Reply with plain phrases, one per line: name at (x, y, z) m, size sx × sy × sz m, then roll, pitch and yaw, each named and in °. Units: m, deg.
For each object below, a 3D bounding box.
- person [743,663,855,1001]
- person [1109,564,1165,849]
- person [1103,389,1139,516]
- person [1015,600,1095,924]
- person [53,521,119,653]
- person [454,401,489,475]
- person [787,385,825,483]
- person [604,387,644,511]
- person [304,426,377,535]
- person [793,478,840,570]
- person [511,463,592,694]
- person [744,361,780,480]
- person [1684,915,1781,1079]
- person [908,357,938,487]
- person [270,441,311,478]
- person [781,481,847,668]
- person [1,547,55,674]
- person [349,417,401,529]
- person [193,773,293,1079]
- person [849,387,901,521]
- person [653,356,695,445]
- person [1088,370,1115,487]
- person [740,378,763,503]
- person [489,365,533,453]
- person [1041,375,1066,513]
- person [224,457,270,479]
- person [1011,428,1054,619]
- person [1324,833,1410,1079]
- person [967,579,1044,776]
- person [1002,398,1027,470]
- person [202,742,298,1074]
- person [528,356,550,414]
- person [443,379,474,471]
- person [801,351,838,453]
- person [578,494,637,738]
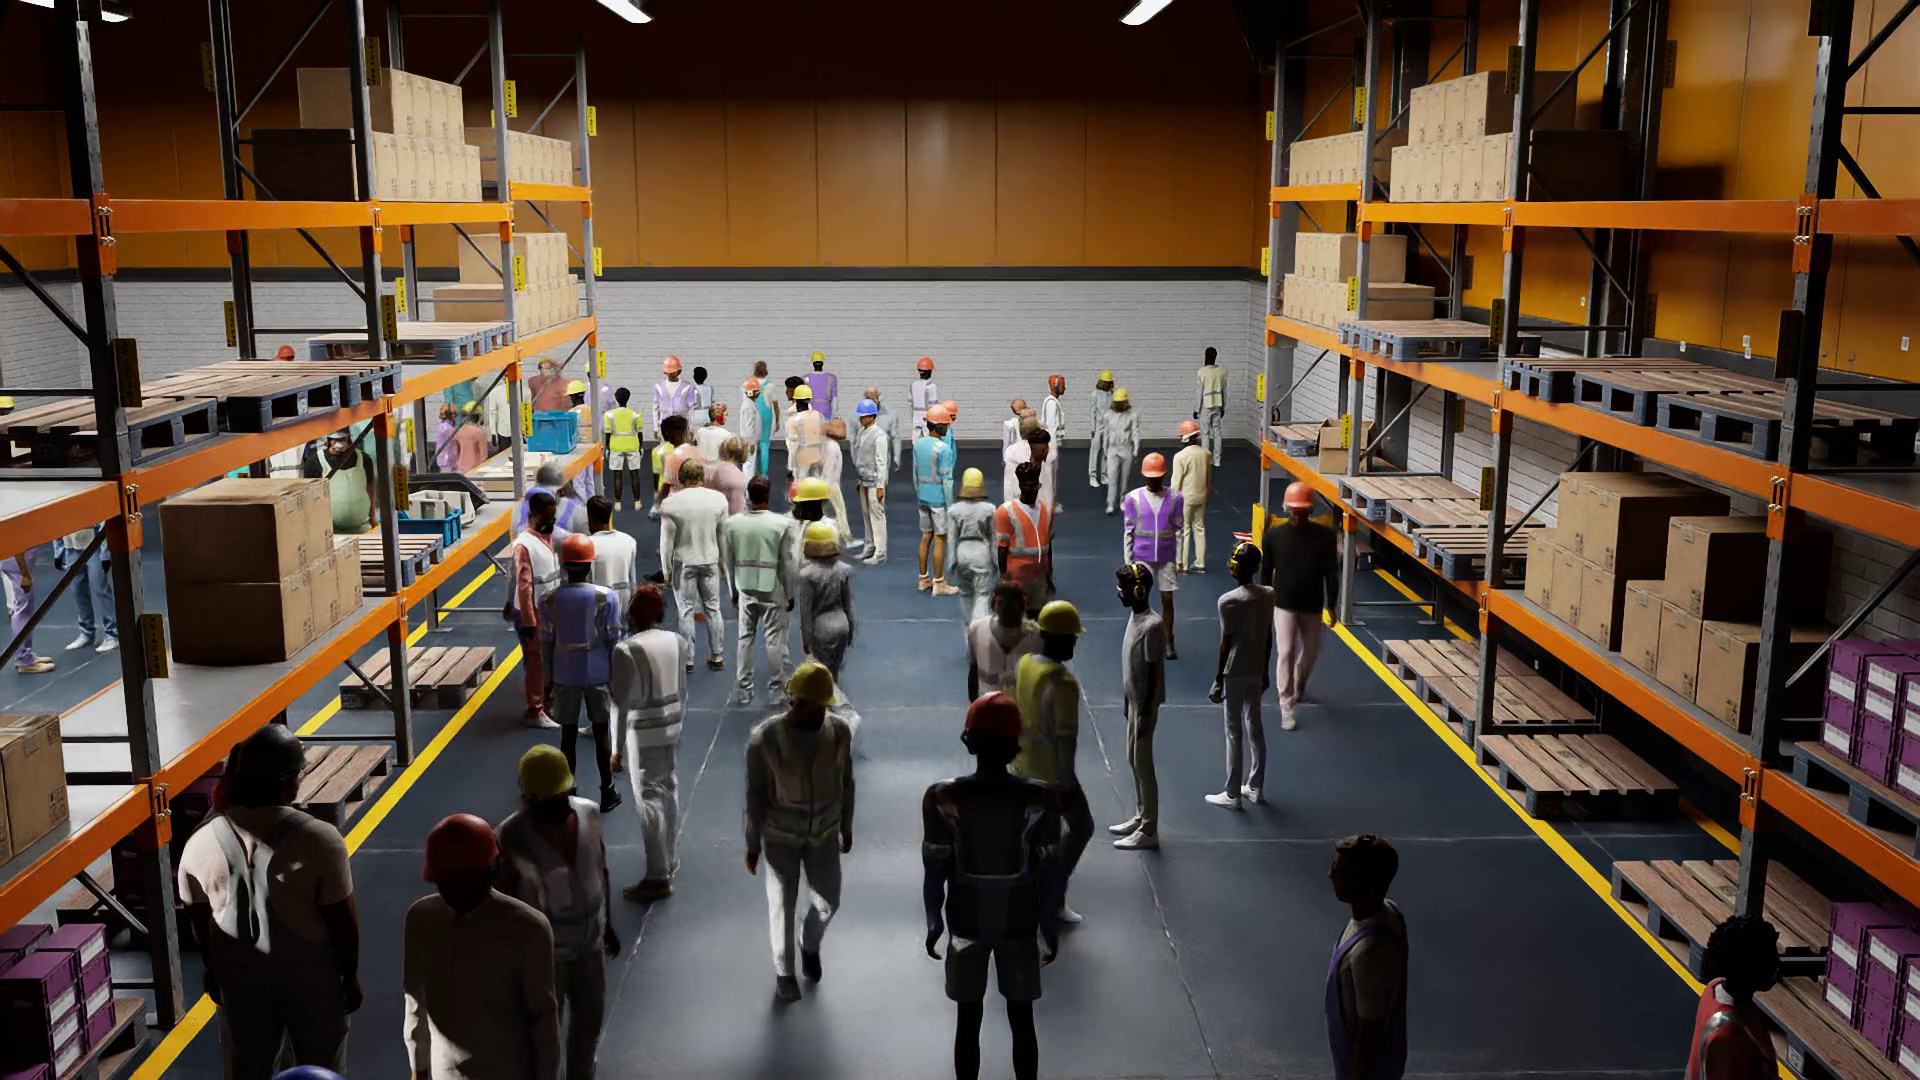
person at (-0.831, 1.511, 8.650) m, size 0.641 × 1.805 × 0.429 m, roll -4°, pitch 12°, yaw -20°
person at (1.147, 1.066, 10.765) m, size 0.349 × 1.856 × 0.527 m, roll -2°, pitch 11°, yaw -8°
person at (2.162, -1.182, 22.406) m, size 0.505 × 1.688 × 0.913 m, roll 2°, pitch 12°, yaw 12°
person at (0.535, 1.282, 9.549) m, size 0.428 × 1.912 × 0.586 m, roll -7°, pitch 13°, yaw -30°
person at (-8.141, 0.100, 15.473) m, size 0.591 × 1.908 × 0.405 m, roll 3°, pitch 12°, yaw 14°
person at (-6.044, -0.874, 20.792) m, size 0.541 × 1.723 × 0.884 m, roll 4°, pitch 12°, yaw 20°
person at (-1.940, -0.978, 20.825) m, size 0.366 × 1.927 × 0.585 m, roll 9°, pitch 15°, yaw 39°
person at (-4.579, -1.236, 22.694) m, size 0.542 × 1.695 × 0.316 m, roll -3°, pitch 12°, yaw -14°
person at (-6.200, -0.226, 16.765) m, size 0.674 × 2.000 × 0.537 m, roll -8°, pitch 14°, yaw -33°
person at (-1.186, 0.428, 13.802) m, size 0.391 × 1.922 × 0.589 m, roll -5°, pitch 12°, yaw -25°
person at (-3.461, 0.322, 14.015) m, size 0.708 × 2.000 × 0.542 m, roll 0°, pitch 11°, yaw 2°
person at (-3.026, -1.795, 25.188) m, size 0.589 × 1.820 × 0.512 m, roll 1°, pitch 11°, yaw 3°
person at (2.691, 2.122, 5.858) m, size 0.319 × 1.697 × 0.532 m, roll 4°, pitch 12°, yaw 20°
person at (-0.510, -1.726, 24.548) m, size 0.545 × 1.939 × 0.354 m, roll 9°, pitch 15°, yaw 39°
person at (-7.741, -0.606, 19.159) m, size 0.567 × 1.847 × 0.389 m, roll -6°, pitch 13°, yaw -26°
person at (-1.388, 0.332, 14.799) m, size 0.573 × 1.708 × 0.884 m, roll -9°, pitch 15°, yaw -39°
person at (-8.328, 0.269, 14.778) m, size 0.325 × 1.843 × 0.517 m, roll -7°, pitch 13°, yaw -31°
person at (-7.102, -0.855, 20.306) m, size 0.647 × 1.886 × 0.989 m, roll -7°, pitch 13°, yaw -30°
person at (-3.081, 1.827, 7.333) m, size 0.573 × 1.747 × 0.706 m, roll -1°, pitch 11°, yaw -6°
person at (-1.096, -1.047, 21.339) m, size 0.634 × 1.867 × 0.968 m, roll -2°, pitch 11°, yaw -10°
person at (-4.082, -1.613, 23.737) m, size 0.605 × 2.036 × 0.383 m, roll 0°, pitch 11°, yaw 2°
person at (2.147, -1.665, 24.737) m, size 0.488 × 1.740 × 0.319 m, roll -7°, pitch 13°, yaw -32°
person at (-2.921, -1.405, 23.395) m, size 0.338 × 1.752 × 0.565 m, roll -1°, pitch 11°, yaw -7°
person at (-6.283, -1.515, 23.348) m, size 0.622 × 1.991 × 0.389 m, roll -6°, pitch 13°, yaw -27°
person at (1.258, -1.313, 22.641) m, size 0.349 × 1.876 × 0.576 m, roll 0°, pitch 11°, yaw 2°
person at (-7.715, -0.386, 18.067) m, size 0.568 × 1.840 × 0.374 m, roll 3°, pitch 12°, yaw 13°
person at (0.745, -0.147, 16.561) m, size 0.367 × 1.962 × 0.613 m, roll 8°, pitch 14°, yaw 34°
person at (1.488, 1.975, 6.218) m, size 0.345 × 1.847 × 0.504 m, roll 4°, pitch 12°, yaw 19°
person at (0.305, 1.130, 10.598) m, size 0.586 × 1.788 × 0.972 m, roll 2°, pitch 11°, yaw 11°
person at (0.789, -1.053, 21.925) m, size 0.513 × 1.640 × 0.309 m, roll -6°, pitch 13°, yaw -26°
person at (-3.081, 1.759, 7.357) m, size 0.429 × 1.831 × 0.632 m, roll 0°, pitch 11°, yaw 2°
person at (-6.667, -2.078, 26.776) m, size 0.535 × 1.755 × 0.342 m, roll -1°, pitch 11°, yaw -4°
person at (-7.681, -1.920, 25.621) m, size 0.399 × 1.899 × 0.643 m, roll 3°, pitch 12°, yaw 14°
person at (-2.190, -1.975, 25.856) m, size 0.591 × 1.920 × 0.397 m, roll 0°, pitch 11°, yaw -1°
person at (-2.748, 0.596, 12.987) m, size 0.386 × 1.904 × 0.603 m, roll 8°, pitch 14°, yaw 34°
